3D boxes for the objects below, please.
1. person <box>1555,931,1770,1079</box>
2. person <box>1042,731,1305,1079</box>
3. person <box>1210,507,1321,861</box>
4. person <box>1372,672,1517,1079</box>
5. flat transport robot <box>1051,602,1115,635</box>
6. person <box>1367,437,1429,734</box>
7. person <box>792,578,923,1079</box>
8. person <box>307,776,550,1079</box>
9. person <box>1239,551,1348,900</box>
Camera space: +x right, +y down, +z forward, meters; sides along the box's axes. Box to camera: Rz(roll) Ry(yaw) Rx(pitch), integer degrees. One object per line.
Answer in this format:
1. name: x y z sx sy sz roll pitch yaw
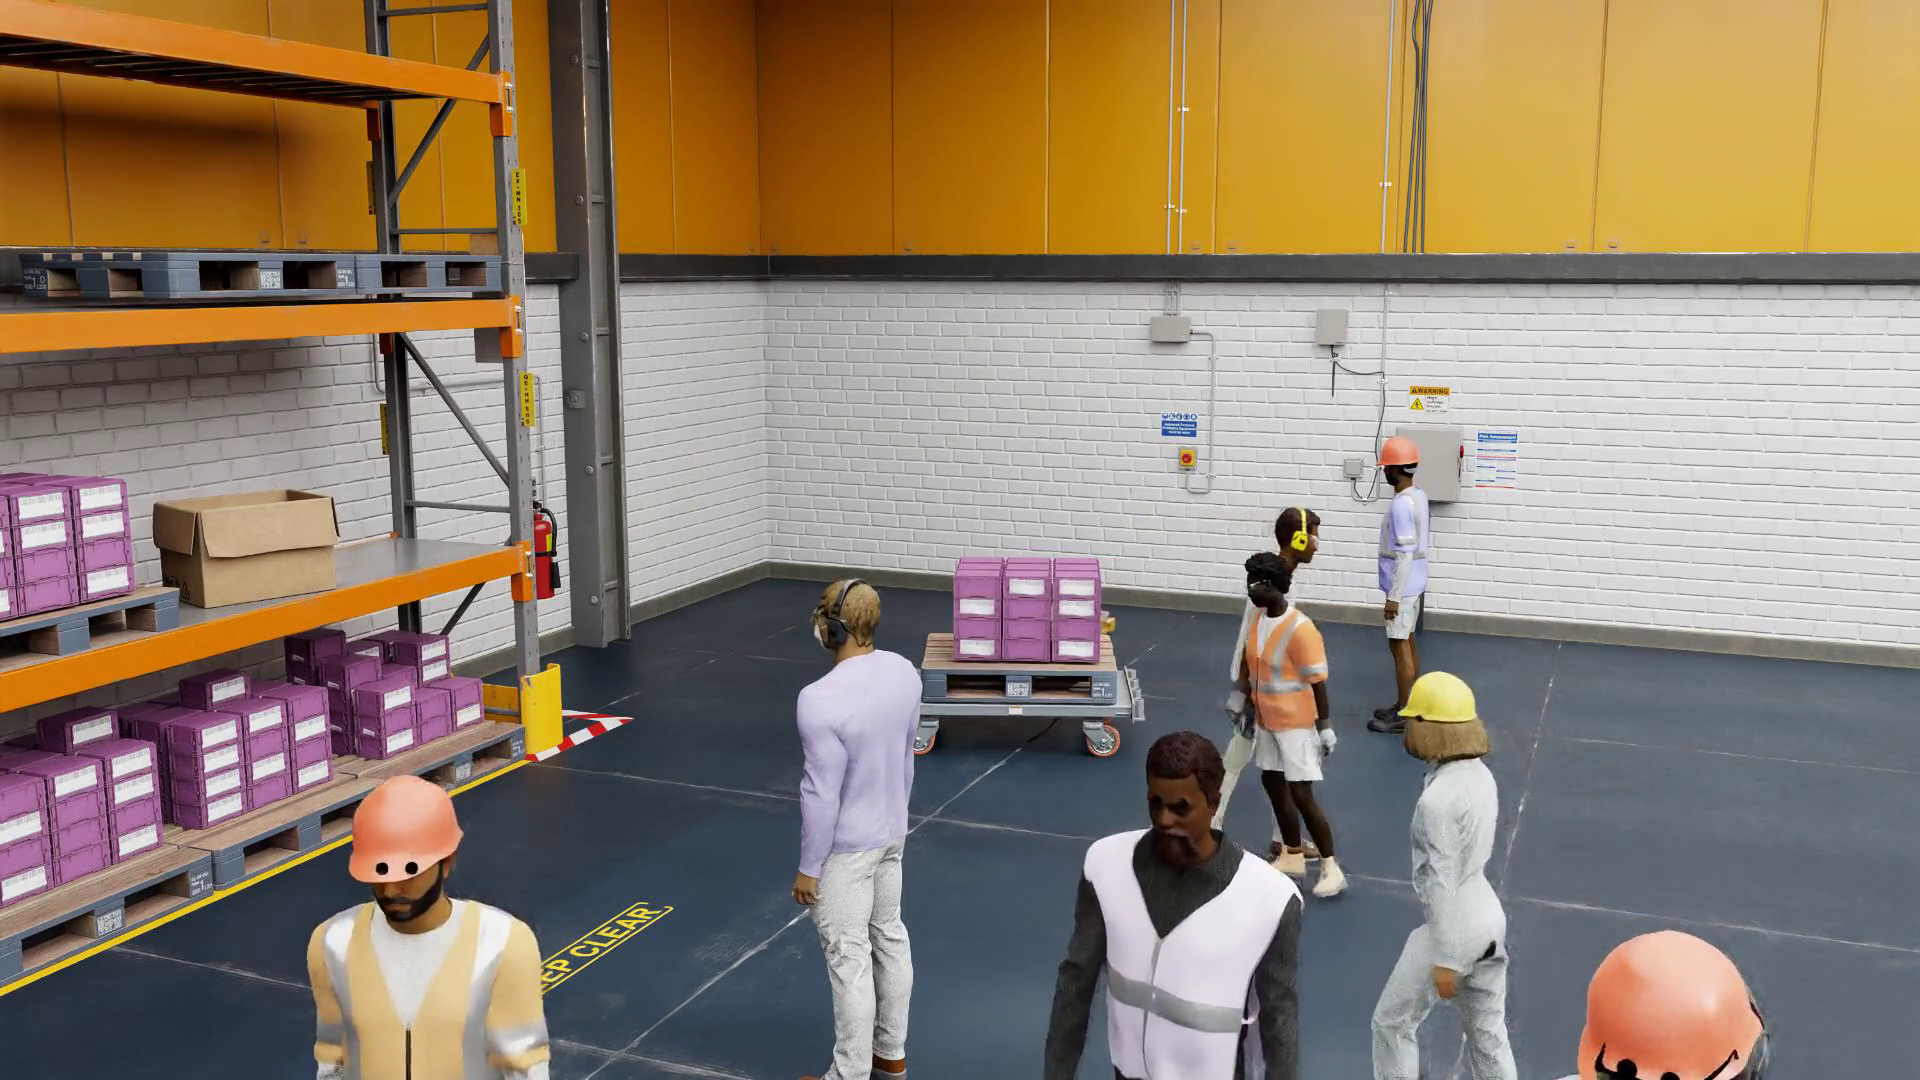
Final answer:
1. person: 1.186 1.600 2.768 0.649 1.972 1.062 7 12 37
2. person: 0.471 1.420 4.145 0.602 1.892 0.797 7 12 36
3. person: 1.580 0.740 8.485 0.804 1.808 0.536 1 9 9
4. person: 1.565 1.283 5.498 0.724 1.709 0.500 7 12 36
5. flat transport robot: 0.784 0.730 13.209 0.652 0.197 1.431 3 10 16
6. person: 2.846 0.294 10.823 0.366 1.932 0.551 4 10 24
7. person: -0.382 1.089 5.996 0.372 1.940 0.630 6 11 30
8. person: -1.233 1.465 3.879 0.567 1.881 0.979 0 9 -2
9. person: 1.593 0.882 8.082 0.407 1.662 0.606 -4 10 -21
